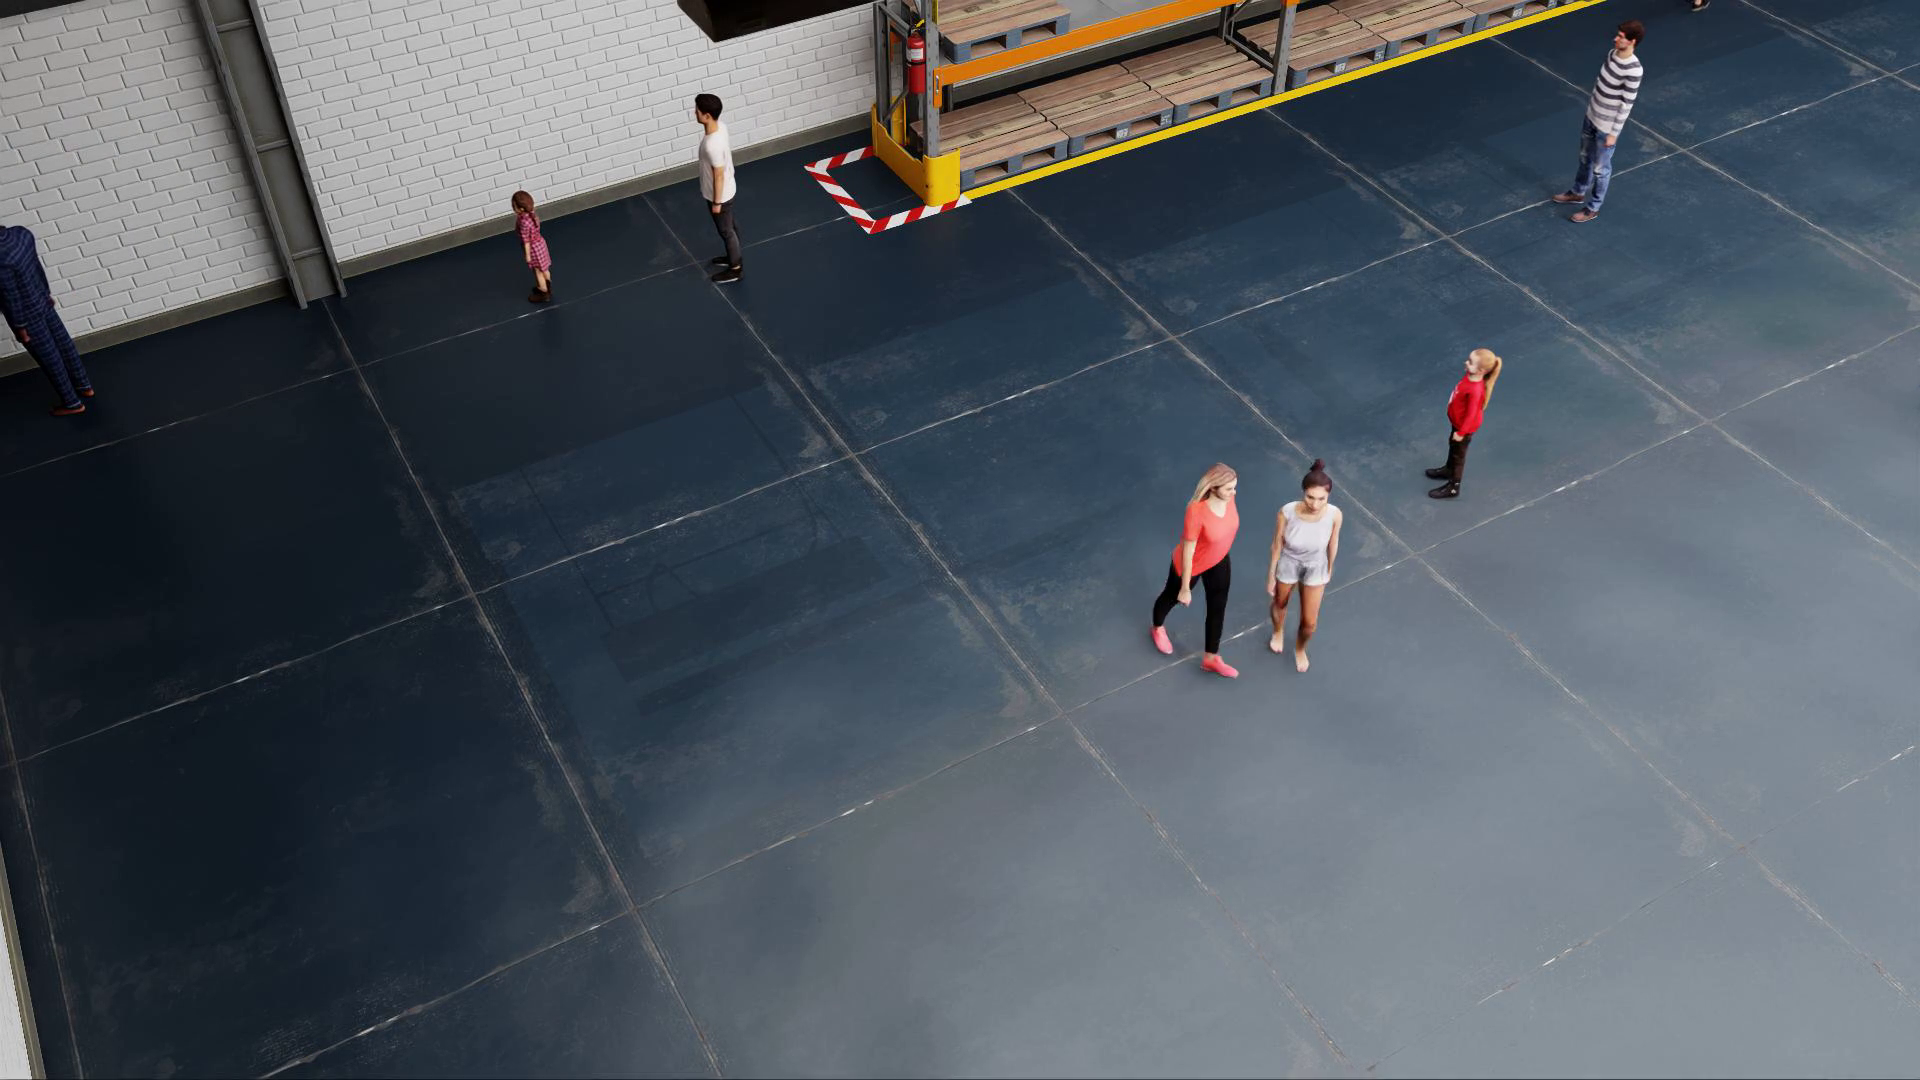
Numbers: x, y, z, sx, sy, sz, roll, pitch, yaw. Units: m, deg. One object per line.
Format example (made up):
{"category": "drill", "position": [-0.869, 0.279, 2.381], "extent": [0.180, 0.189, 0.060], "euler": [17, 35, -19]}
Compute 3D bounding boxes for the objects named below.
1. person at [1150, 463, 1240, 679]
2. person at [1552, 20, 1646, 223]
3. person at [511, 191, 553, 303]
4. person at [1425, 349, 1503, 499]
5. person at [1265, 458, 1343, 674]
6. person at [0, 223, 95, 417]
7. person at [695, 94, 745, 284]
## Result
{"category": "person", "position": [1.491, 0.113, 10.747], "extent": [0.955, 1.658, 0.882], "euler": [-28, 50, -26]}
{"category": "person", "position": [5.675, -3.692, 14.599], "extent": [0.652, 1.854, 0.711], "euler": [-7, 44, -8]}
{"category": "person", "position": [-3.571, -2.463, 13.913], "extent": [0.539, 1.021, 0.493], "euler": [2, 44, 2]}
{"category": "person", "position": [3.648, -0.862, 12.044], "extent": [0.637, 1.281, 0.586], "euler": [5, 44, 5]}
{"category": "person", "position": [2.206, 0.108, 10.793], "extent": [0.725, 1.603, 0.786], "euler": [7, 44, 8]}
{"category": "person", "position": [-7.030, -1.750, 12.581], "extent": [0.800, 1.826, 0.776], "euler": [3, 44, 3]}
{"category": "person", "position": [-2.009, -2.956, 13.924], "extent": [0.687, 1.722, 0.697], "euler": [-2, 44, -2]}
